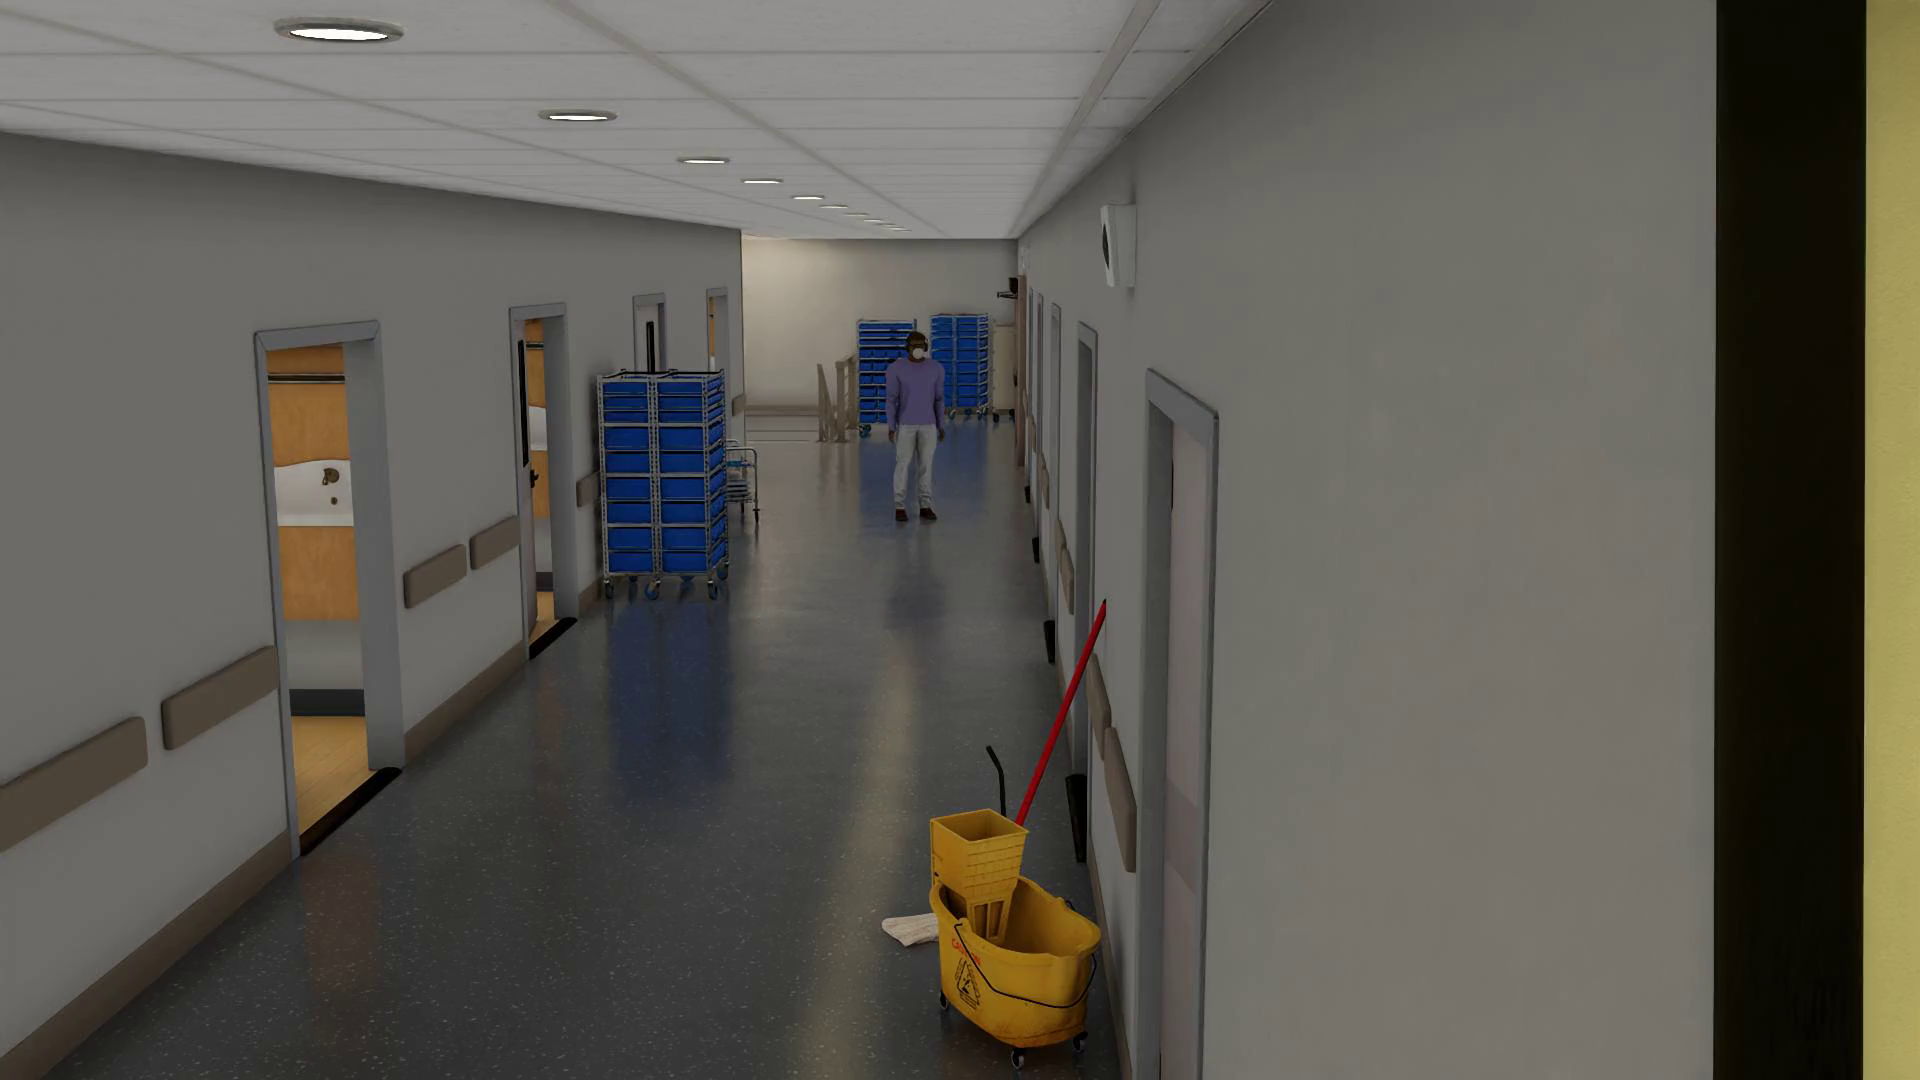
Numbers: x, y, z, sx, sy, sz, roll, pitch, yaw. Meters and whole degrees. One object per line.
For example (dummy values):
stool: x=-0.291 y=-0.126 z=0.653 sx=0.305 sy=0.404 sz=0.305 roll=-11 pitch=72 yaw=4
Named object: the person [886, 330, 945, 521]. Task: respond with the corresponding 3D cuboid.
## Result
person: x=-0.447 y=-1.162 z=16.930 sx=0.632 sy=1.938 sz=0.359 roll=-3 pitch=10 yaw=-18
